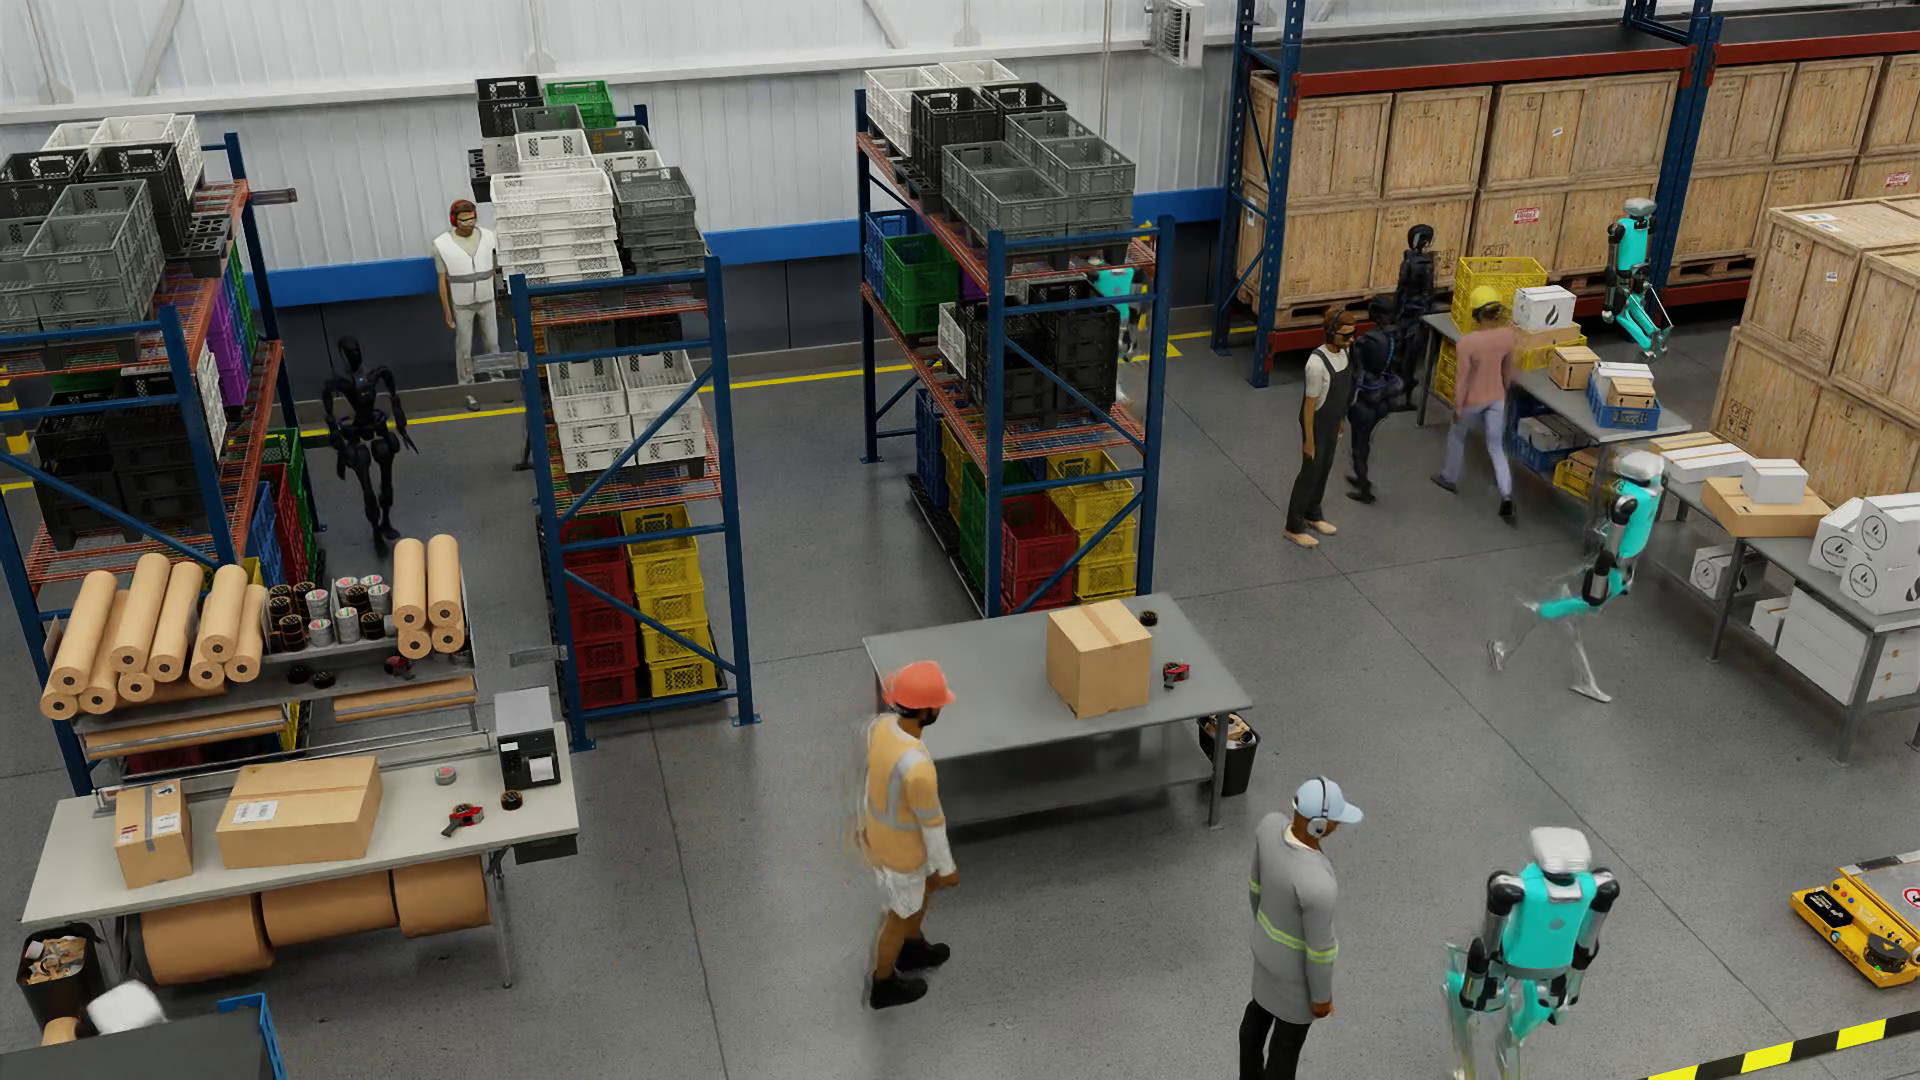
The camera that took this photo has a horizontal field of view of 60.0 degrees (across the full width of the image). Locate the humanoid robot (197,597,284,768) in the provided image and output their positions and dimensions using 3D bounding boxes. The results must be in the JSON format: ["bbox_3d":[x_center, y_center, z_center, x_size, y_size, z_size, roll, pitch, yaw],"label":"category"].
[{"bbox_3d":[-3.900,1.047,8.824,0.681,1.637,0.596,-24,37,-36],"label":"humanoid robot"}]

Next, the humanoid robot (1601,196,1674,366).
[{"bbox_3d":[5.842,-2.043,14.212,0.533,1.680,0.735,-17,33,-28],"label":"humanoid robot"}]

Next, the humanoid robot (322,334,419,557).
[{"bbox_3d":[-4.218,-0.706,11.993,0.602,1.644,0.547,-22,36,-35],"label":"humanoid robot"}]

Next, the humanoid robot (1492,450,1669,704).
[{"bbox_3d":[3.792,0.184,10.351,0.898,1.816,0.557,26,38,38],"label":"humanoid robot"}]

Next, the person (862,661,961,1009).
[{"bbox_3d":[-0.200,1.412,7.893,0.629,1.912,0.550,-9,30,-17],"label":"person"}]

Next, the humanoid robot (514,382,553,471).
[{"bbox_3d":[-3.233,-1.302,13.110,0.766,1.624,0.608,-8,30,-15],"label":"humanoid robot"}]

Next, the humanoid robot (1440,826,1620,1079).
[{"bbox_3d":[2.379,1.865,7.273,0.540,1.804,0.755,-2,29,-4],"label":"humanoid robot"}]

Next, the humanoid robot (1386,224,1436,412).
[{"bbox_3d":[3.859,-1.869,14.104,0.379,1.650,0.601,-6,29,-11],"label":"humanoid robot"}]

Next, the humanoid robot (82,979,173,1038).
[{"bbox_3d":[-3.106,2.473,6.131,0.532,1.715,0.994,17,33,28],"label":"humanoid robot"}]

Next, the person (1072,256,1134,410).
[{"bbox_3d":[1.079,-1.702,13.660,0.628,1.813,0.634,5,29,10],"label":"person"}]

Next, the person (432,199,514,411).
[{"bbox_3d":[-4.164,-2.027,14.225,0.562,1.836,0.390,-21,35,-33],"label":"person"}]

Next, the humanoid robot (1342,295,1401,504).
[{"bbox_3d":[3.096,-1.078,12.662,0.609,1.658,0.426,-22,36,-35],"label":"humanoid robot"}]

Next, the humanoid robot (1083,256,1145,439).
[{"bbox_3d":[1.135,-1.649,13.645,0.534,1.800,0.732,-9,30,-16],"label":"humanoid robot"}]

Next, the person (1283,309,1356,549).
[{"bbox_3d":[2.618,-0.811,12.017,0.332,1.836,0.506,20,35,32],"label":"person"}]

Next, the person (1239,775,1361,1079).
[{"bbox_3d":[1.469,1.802,7.245,0.404,1.847,0.587,-9,30,-15],"label":"person"}]

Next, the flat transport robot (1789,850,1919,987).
[{"bbox_3d":[5.163,1.916,8.676,1.431,0.231,0.659,-8,30,-14],"label":"flat transport robot"}]

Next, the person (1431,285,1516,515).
[{"bbox_3d":[3.973,-1.042,12.547,0.541,1.723,0.828,-9,30,-16],"label":"person"}]
